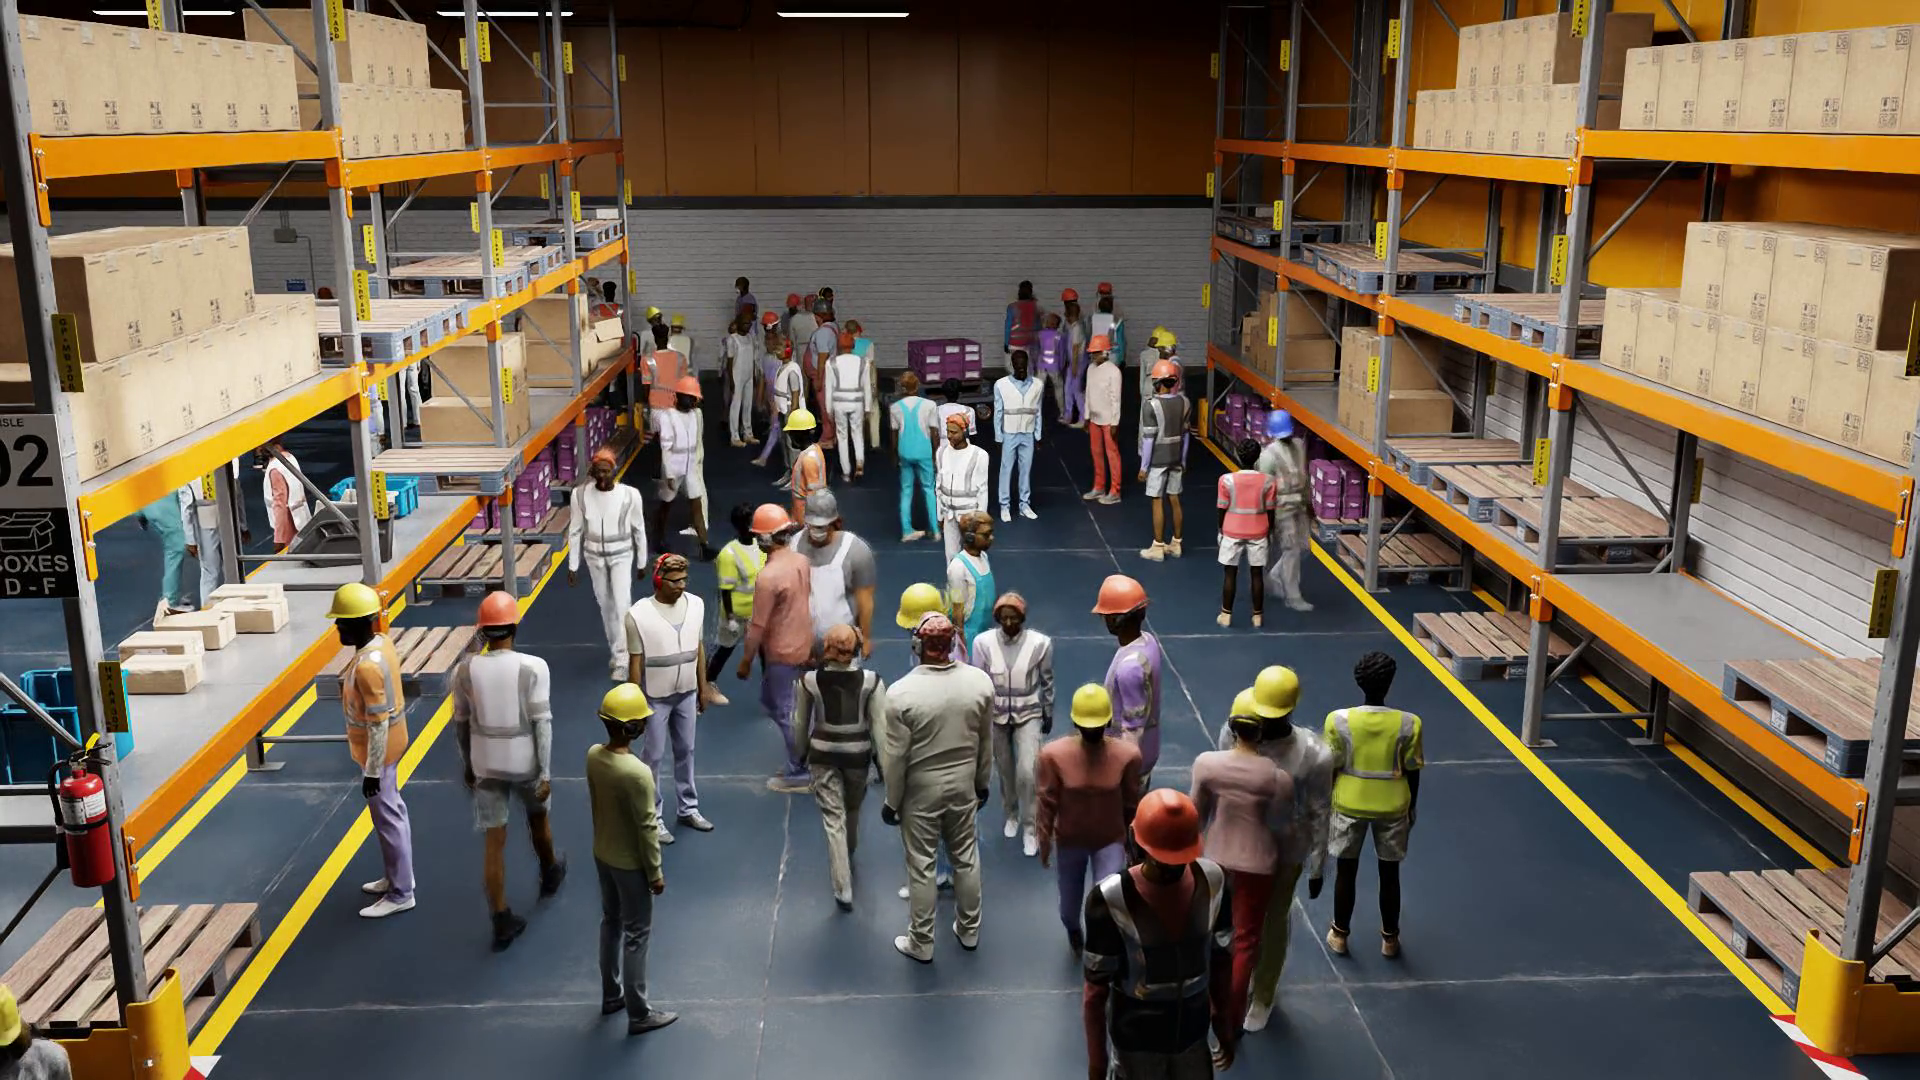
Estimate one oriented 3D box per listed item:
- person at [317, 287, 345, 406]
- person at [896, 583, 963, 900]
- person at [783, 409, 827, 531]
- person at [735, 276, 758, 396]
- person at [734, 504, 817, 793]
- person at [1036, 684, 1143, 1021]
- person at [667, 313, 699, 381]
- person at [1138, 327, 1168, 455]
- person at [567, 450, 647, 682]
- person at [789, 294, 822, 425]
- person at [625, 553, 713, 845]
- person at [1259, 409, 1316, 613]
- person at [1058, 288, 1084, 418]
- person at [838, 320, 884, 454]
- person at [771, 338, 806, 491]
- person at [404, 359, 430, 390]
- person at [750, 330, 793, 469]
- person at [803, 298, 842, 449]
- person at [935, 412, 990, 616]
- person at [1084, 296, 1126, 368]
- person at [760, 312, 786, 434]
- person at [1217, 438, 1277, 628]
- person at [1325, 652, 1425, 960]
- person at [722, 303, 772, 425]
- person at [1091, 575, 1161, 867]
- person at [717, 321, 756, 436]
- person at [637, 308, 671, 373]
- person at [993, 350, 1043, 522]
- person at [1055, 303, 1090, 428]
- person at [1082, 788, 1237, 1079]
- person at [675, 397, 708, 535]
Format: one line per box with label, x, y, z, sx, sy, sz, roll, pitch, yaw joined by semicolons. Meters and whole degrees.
person;-9.783;-2.997;25.862;0.579;1.865;0.821;-11;18;-36
person;-0.201;1.142;9.533;0.590;1.884;0.615;-2;14;-7
person;-1.363;-0.209;14.765;0.384;1.924;0.594;-1;14;-5
person;-3.450;-3.286;26.847;0.364;1.932;0.631;-6;16;-23
person;-1.203;0.731;10.996;0.502;1.967;0.608;4;15;14
person;0.653;1.488;8.495;0.533;1.733;0.737;1;14;3
person;-3.859;-2.210;22.894;0.605;1.799;0.806;-8;17;-30
person;2.605;-1.959;22.033;0.490;1.731;0.324;11;18;36
person;-2.832;0.210;13.269;0.590;1.844;0.891;1;14;3
person;-2.159;-2.650;24.392;0.651;1.904;0.403;6;16;23
person;-1.814;0.965;10.344;0.561;1.836;0.395;-14;20;-43
person;2.978;-0.270;15.065;0.498;1.895;0.640;12;18;38
person;1.660;-2.800;24.925;0.376;1.933;0.545;5;15;20
person;-1.327;-2.032;22.186;0.665;1.790;0.507;7;16;25
person;-2.064;-1.523;20.078;0.389;1.849;0.567;-5;15;-20
person;-9.031;-3.407;27.433;0.574;1.876;0.355;-2;14;-9
person;-2.351;-1.808;21.336;0.520;1.774;0.963;12;19;40
person;-1.869;-2.264;22.608;0.537;2.000;0.675;4;15;14
person;0.007;-0.211;14.880;0.568;1.880;0.357;11;18;36
person;2.166;-2.728;24.863;0.631;1.826;0.441;7;16;27
person;-2.654;-2.365;23.597;0.345;1.746;0.567;5;15;19
person;2.516;-0.057;14.642;0.531;1.691;0.318;1;14;3
person;2.179;1.418;8.846;0.530;1.693;0.321;3;15;10
person;-3.089;-2.553;24.213;0.875;1.808;0.579;-3;15;-12
person;0.893;1.180;9.096;0.397;2.034;0.613;3;15;12
person;-3.142;-2.268;23.431;0.547;1.624;0.505;-1;14;-6
person;-4.443;-2.533;24.325;0.526;1.710;0.878;-8;16;-30
person;0.649;-1.176;18.577;0.592;1.920;0.392;-6;15;-22
person;1.616;-2.519;24.094;0.542;1.804;0.576;-1;14;-2
person;0.774;1.884;6.352;0.619;2.029;0.410;-5;15;-18
person;-2.905;-0.871;17.951;0.266;1.631;0.507;3;15;12
